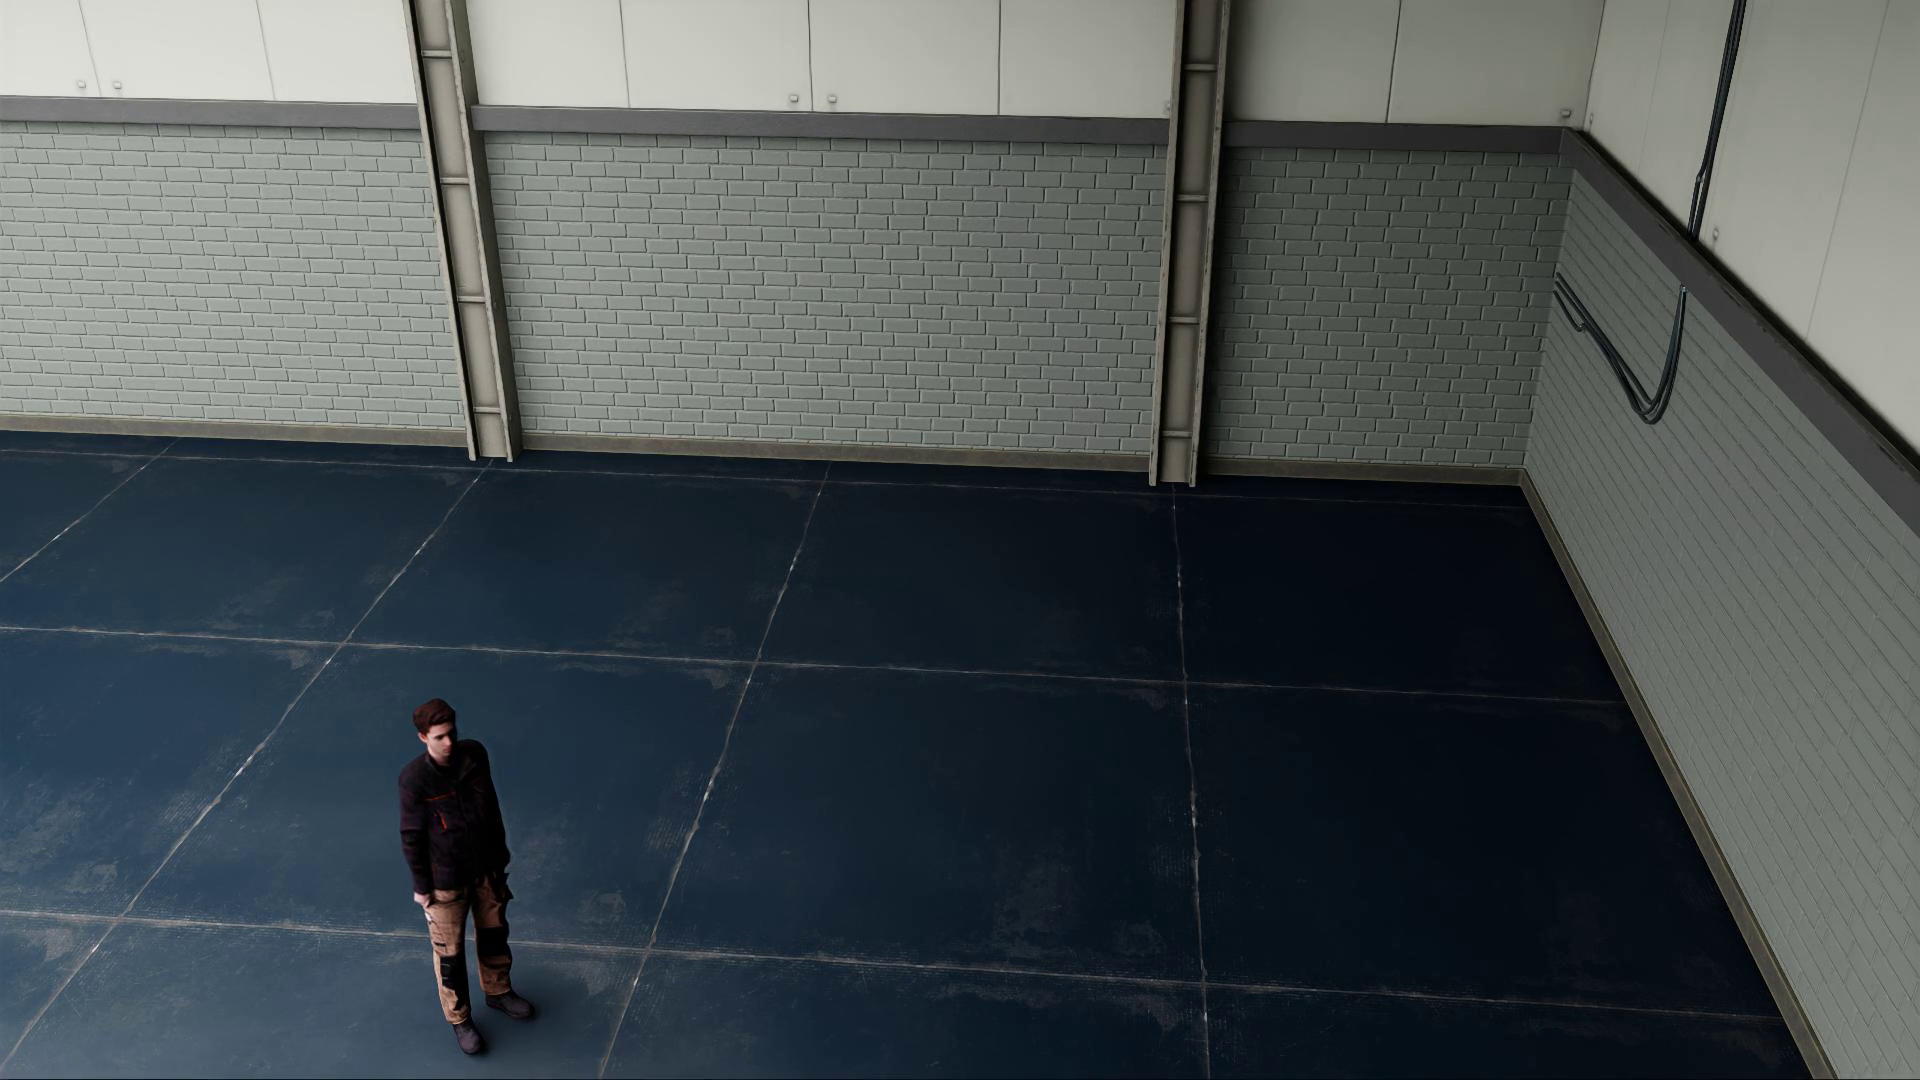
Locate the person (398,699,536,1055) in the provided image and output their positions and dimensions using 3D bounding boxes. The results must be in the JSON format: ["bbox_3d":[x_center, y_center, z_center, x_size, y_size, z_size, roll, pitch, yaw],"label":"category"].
[{"bbox_3d":[-2.432,1.607,8.135,0.814,1.925,0.797,21,34,35],"label":"person"}]
